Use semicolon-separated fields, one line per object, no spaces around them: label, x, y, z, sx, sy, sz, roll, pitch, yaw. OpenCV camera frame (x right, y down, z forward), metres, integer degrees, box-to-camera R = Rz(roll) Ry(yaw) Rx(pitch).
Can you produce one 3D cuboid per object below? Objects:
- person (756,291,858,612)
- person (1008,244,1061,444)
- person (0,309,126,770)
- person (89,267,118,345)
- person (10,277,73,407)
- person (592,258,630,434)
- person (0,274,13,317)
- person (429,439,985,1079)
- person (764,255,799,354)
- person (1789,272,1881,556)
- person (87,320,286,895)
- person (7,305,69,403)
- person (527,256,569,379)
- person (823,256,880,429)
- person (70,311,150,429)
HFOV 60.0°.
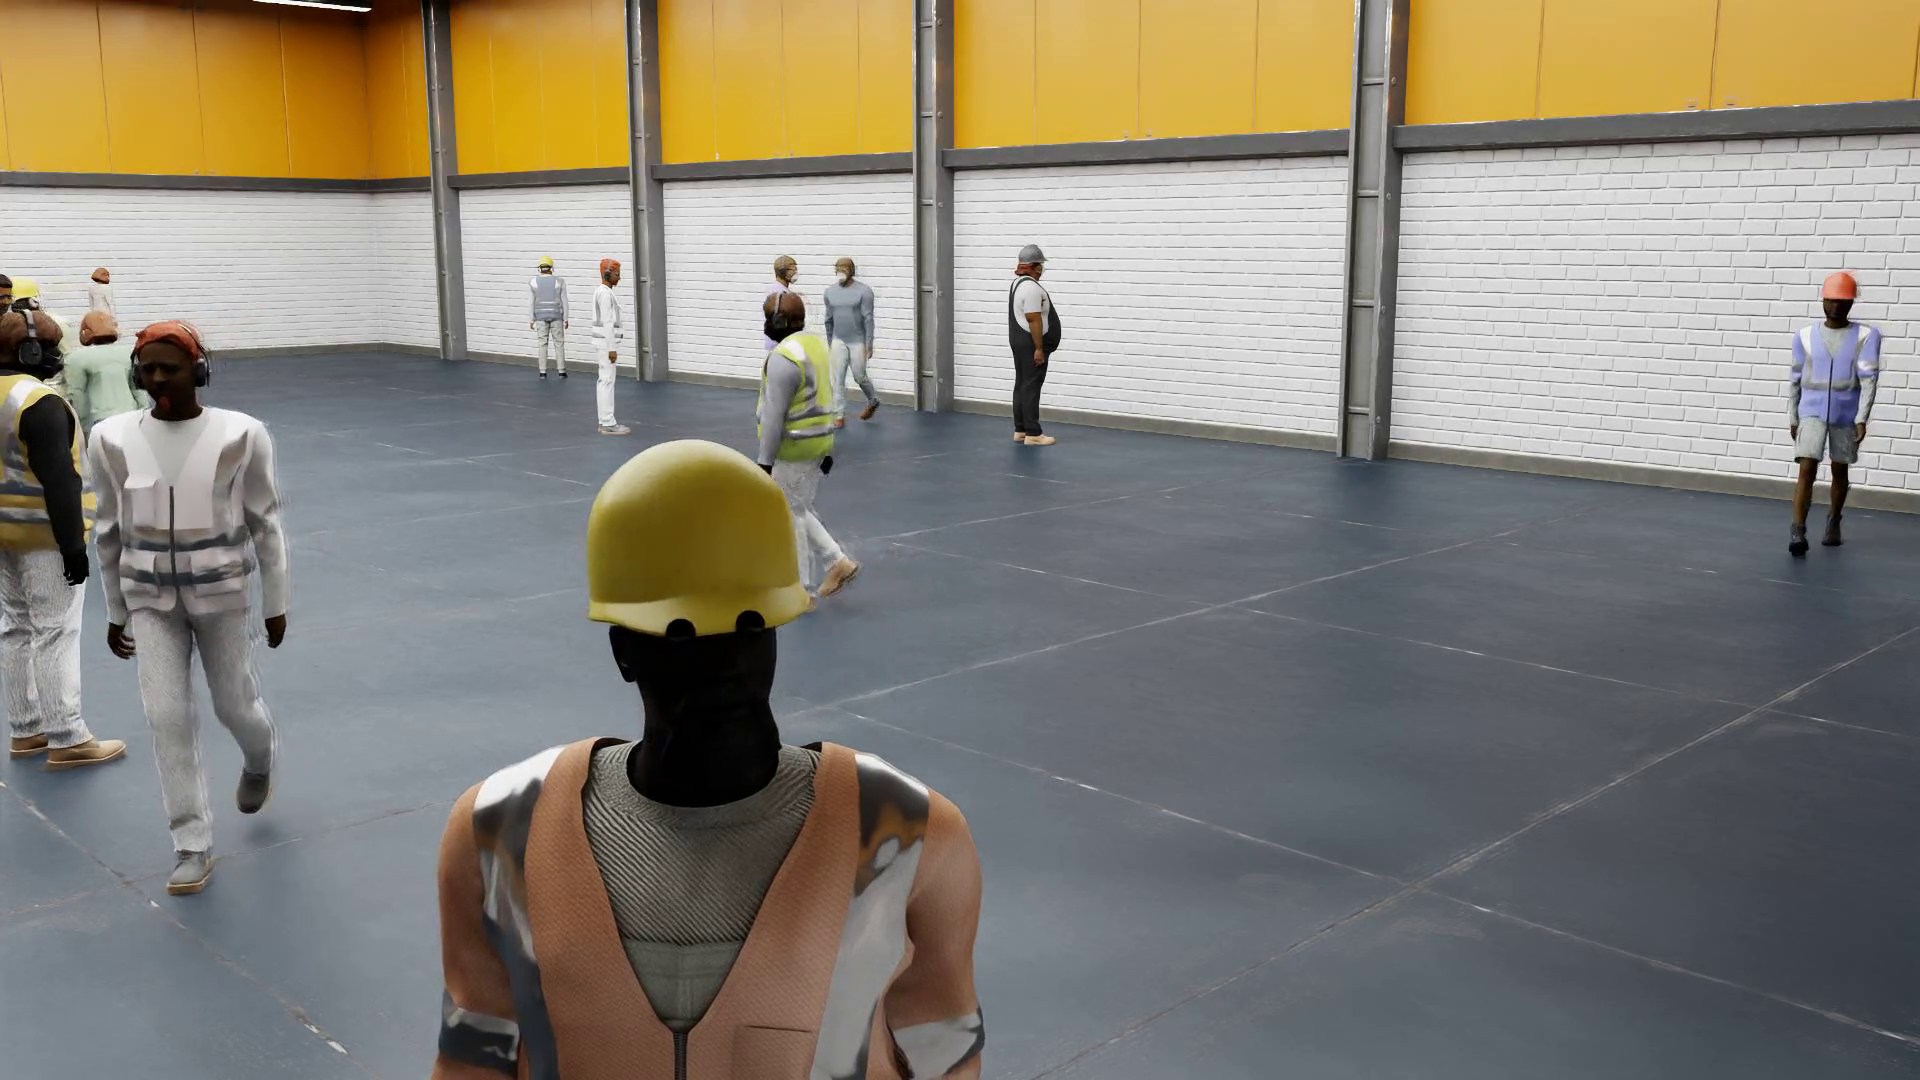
person;-0.922;-0.495;9.437;0.461;1.824;0.650;2;11;11
person;0.772;-2.008;17.093;0.537;2.000;0.682;-3;11;-15
person;-3.697;-0.002;6.704;0.634;1.839;0.429;7;13;34
person;-13.327;-3.422;25.917;0.499;1.633;0.279;5;11;24
person;-7.326;-1.184;13.256;0.597;1.804;0.448;2;11;12
person;-3.781;-2.081;17.911;0.355;1.887;0.572;-3;11;-17
person;-6.884;-0.983;11.990;0.328;1.865;0.521;2;11;11
person;-0.271;0.849;1.815;0.594;1.929;0.352;0;10;1
person;-1.777;-1.877;16.662;0.355;1.936;0.635;0;10;-2
person;5.845;-0.843;11.175;0.545;1.889;1.038;7;12;32
person;-2.573;0.188;5.619;0.583;1.863;0.752;-2;11;-11
person;-11.457;-2.406;20.460;0.538;1.586;0.848;7;13;35
person;-6.120;-3.307;24.774;0.589;1.822;0.403;-2;11;-10
person;-1.197;-2.218;18.603;0.637;1.916;0.784;4;11;19
person;-6.188;-0.875;12.172;0.863;1.585;0.501;6;12;31
